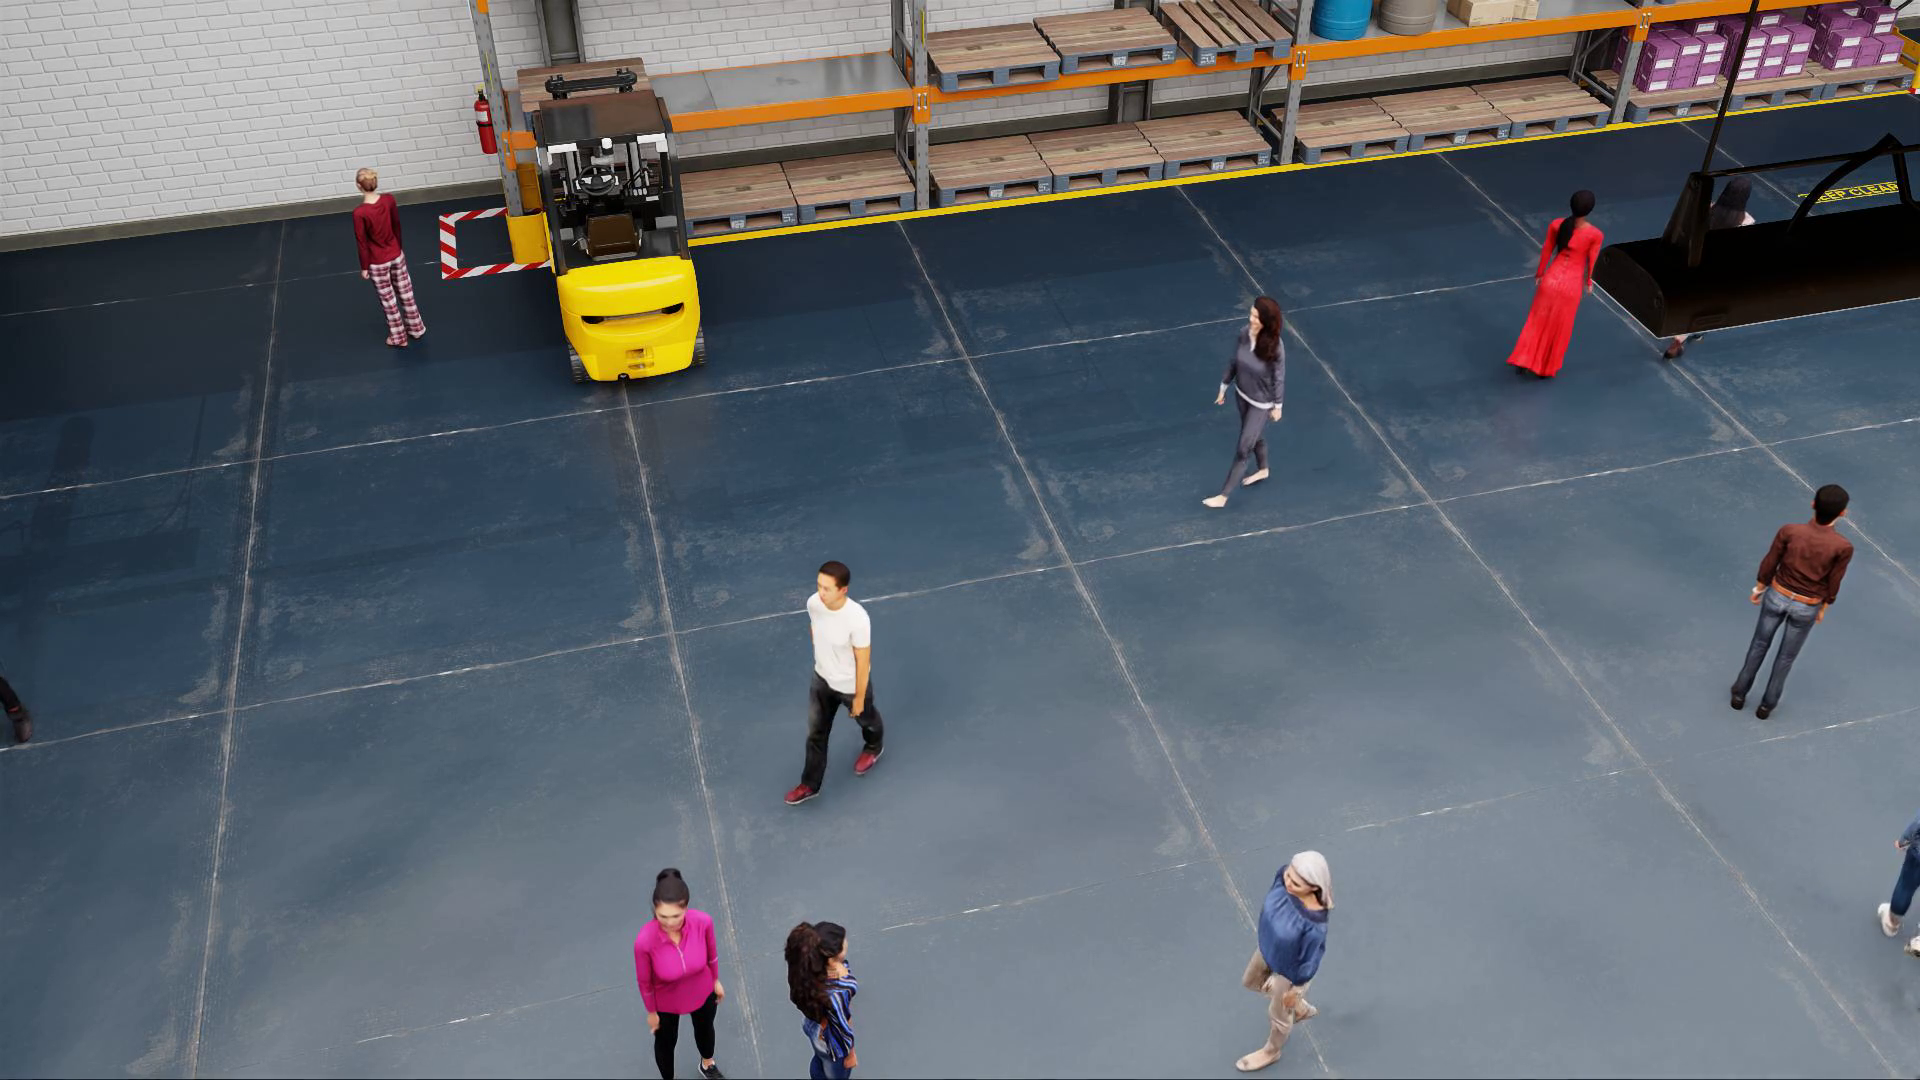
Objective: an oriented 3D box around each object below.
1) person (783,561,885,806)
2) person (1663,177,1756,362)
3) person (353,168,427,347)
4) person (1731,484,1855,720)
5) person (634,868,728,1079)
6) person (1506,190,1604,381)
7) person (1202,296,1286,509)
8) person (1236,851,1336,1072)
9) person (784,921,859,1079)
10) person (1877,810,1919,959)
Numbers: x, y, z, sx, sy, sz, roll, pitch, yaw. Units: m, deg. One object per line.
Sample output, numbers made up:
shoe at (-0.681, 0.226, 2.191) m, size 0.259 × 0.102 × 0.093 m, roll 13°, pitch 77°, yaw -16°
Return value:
person at (-0.660, 0.808, 10.337) m, size 1.068 × 1.771 × 1.151 m, roll 21°, pitch 43°, yaw 24°
person at (6.389, -2.275, 14.255) m, size 1.071 × 1.688 × 0.871 m, roll -25°, pitch 45°, yaw -28°
person at (-5.016, -2.471, 14.494) m, size 0.735 × 1.697 × 0.655 m, roll 23°, pitch 44°, yaw 26°
person at (5.412, 0.416, 10.820) m, size 0.713 × 1.770 × 0.753 m, roll 23°, pitch 44°, yaw 26°
person at (-1.430, 2.308, 8.516) m, size 0.569 × 1.699 × 0.694 m, roll -19°, pitch 42°, yaw -22°
person at (5.029, -2.106, 13.973) m, size 0.806 × 1.787 × 0.858 m, roll 26°, pitch 45°, yaw 29°
person at (2.323, -1.101, 12.750) m, size 1.119 × 1.733 × 0.870 m, roll -24°, pitch 44°, yaw -27°
person at (1.779, 2.175, 8.689) m, size 0.716 × 1.691 × 0.615 m, roll -10°, pitch 40°, yaw -13°
person at (-0.654, 2.466, 8.373) m, size 0.598 × 1.621 × 0.650 m, roll -16°, pitch 41°, yaw -19°
person at (5.506, 1.806, 9.324) m, size 0.803 × 1.465 × 0.845 m, roll 12°, pitch 40°, yaw 15°
